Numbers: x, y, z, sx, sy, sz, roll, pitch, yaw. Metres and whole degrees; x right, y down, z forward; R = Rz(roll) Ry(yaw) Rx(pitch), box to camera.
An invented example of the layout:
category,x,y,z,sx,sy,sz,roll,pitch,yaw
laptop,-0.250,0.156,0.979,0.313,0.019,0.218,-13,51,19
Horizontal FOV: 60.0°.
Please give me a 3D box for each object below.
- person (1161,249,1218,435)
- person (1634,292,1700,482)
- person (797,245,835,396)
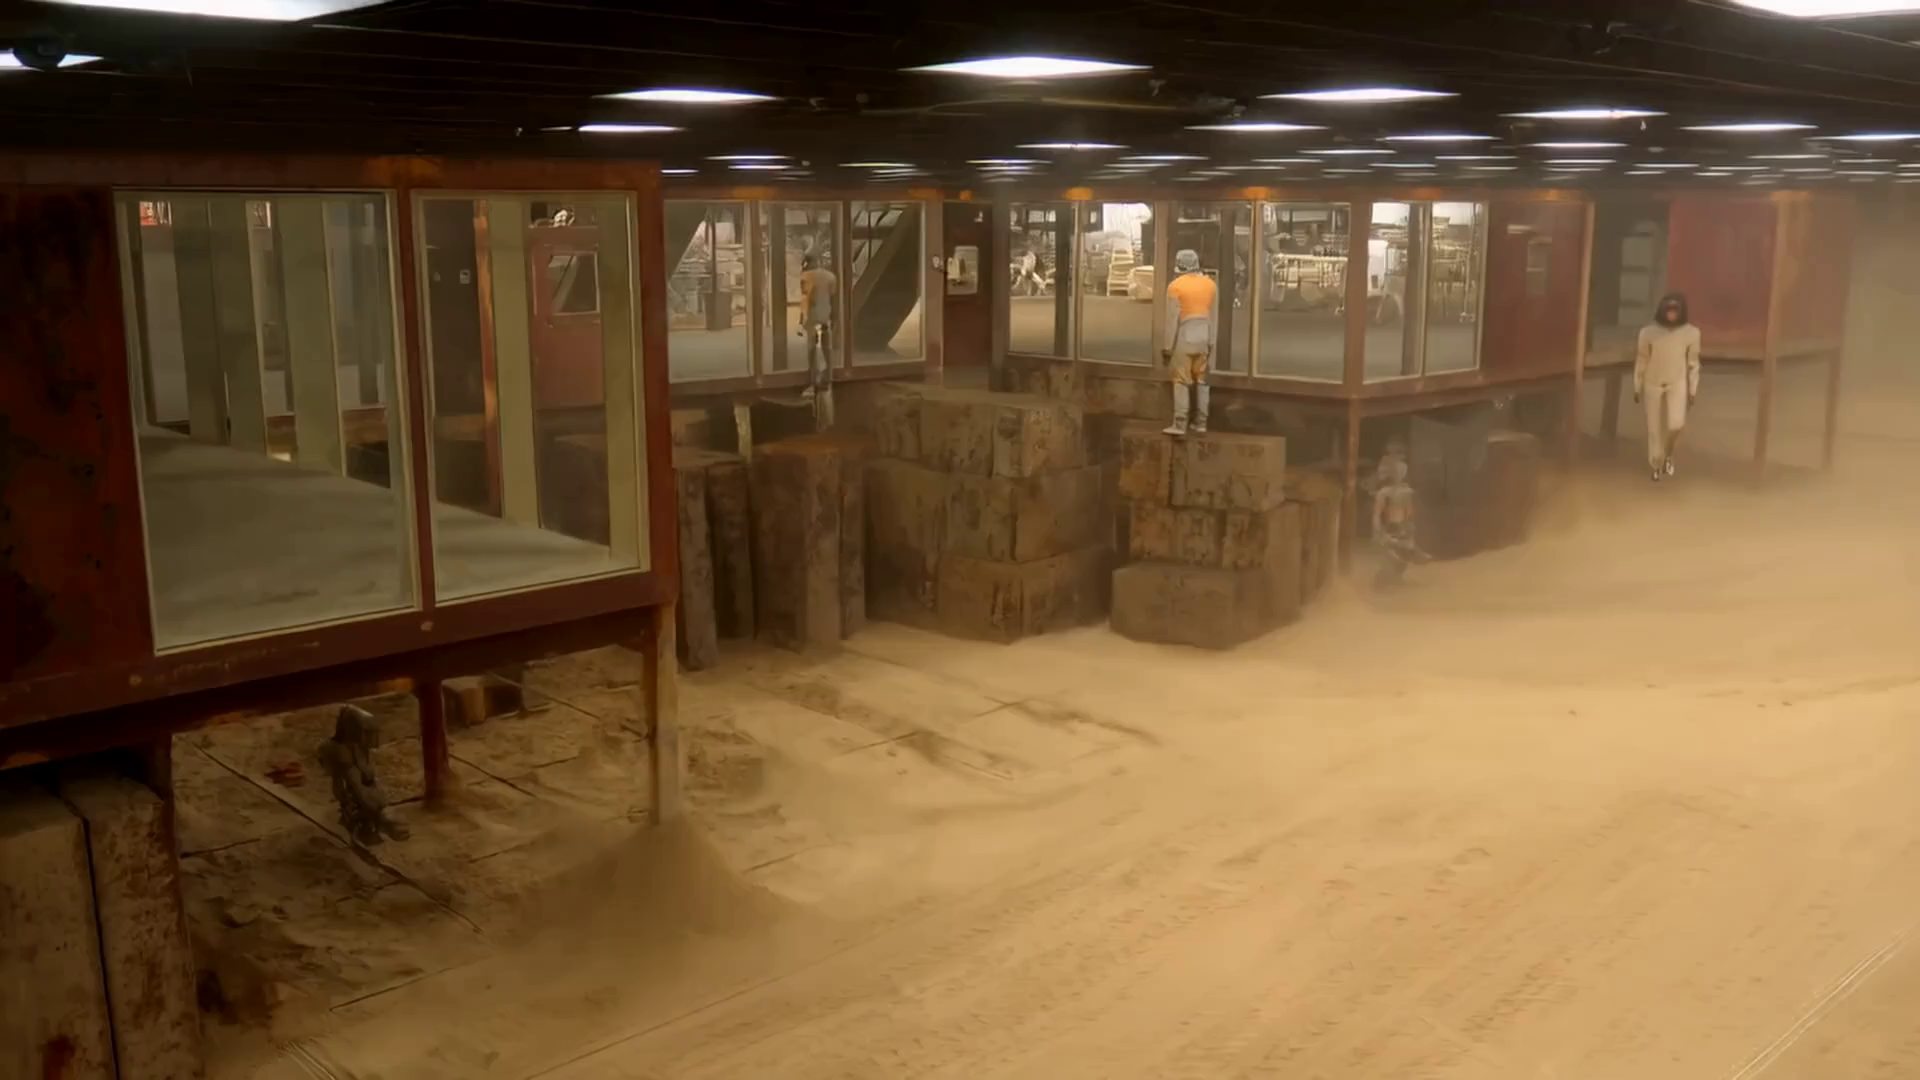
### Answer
category,x,y,z,sx,sy,sz,roll,pitch,yaw
person,2.344,-2.036,17.180,0.636,1.903,0.405,-7,13,-31
person,6.008,-1.297,14.173,0.515,1.617,0.339,4,12,19
person,-1.787,-2.718,20.675,0.513,1.875,0.328,-7,13,-32
